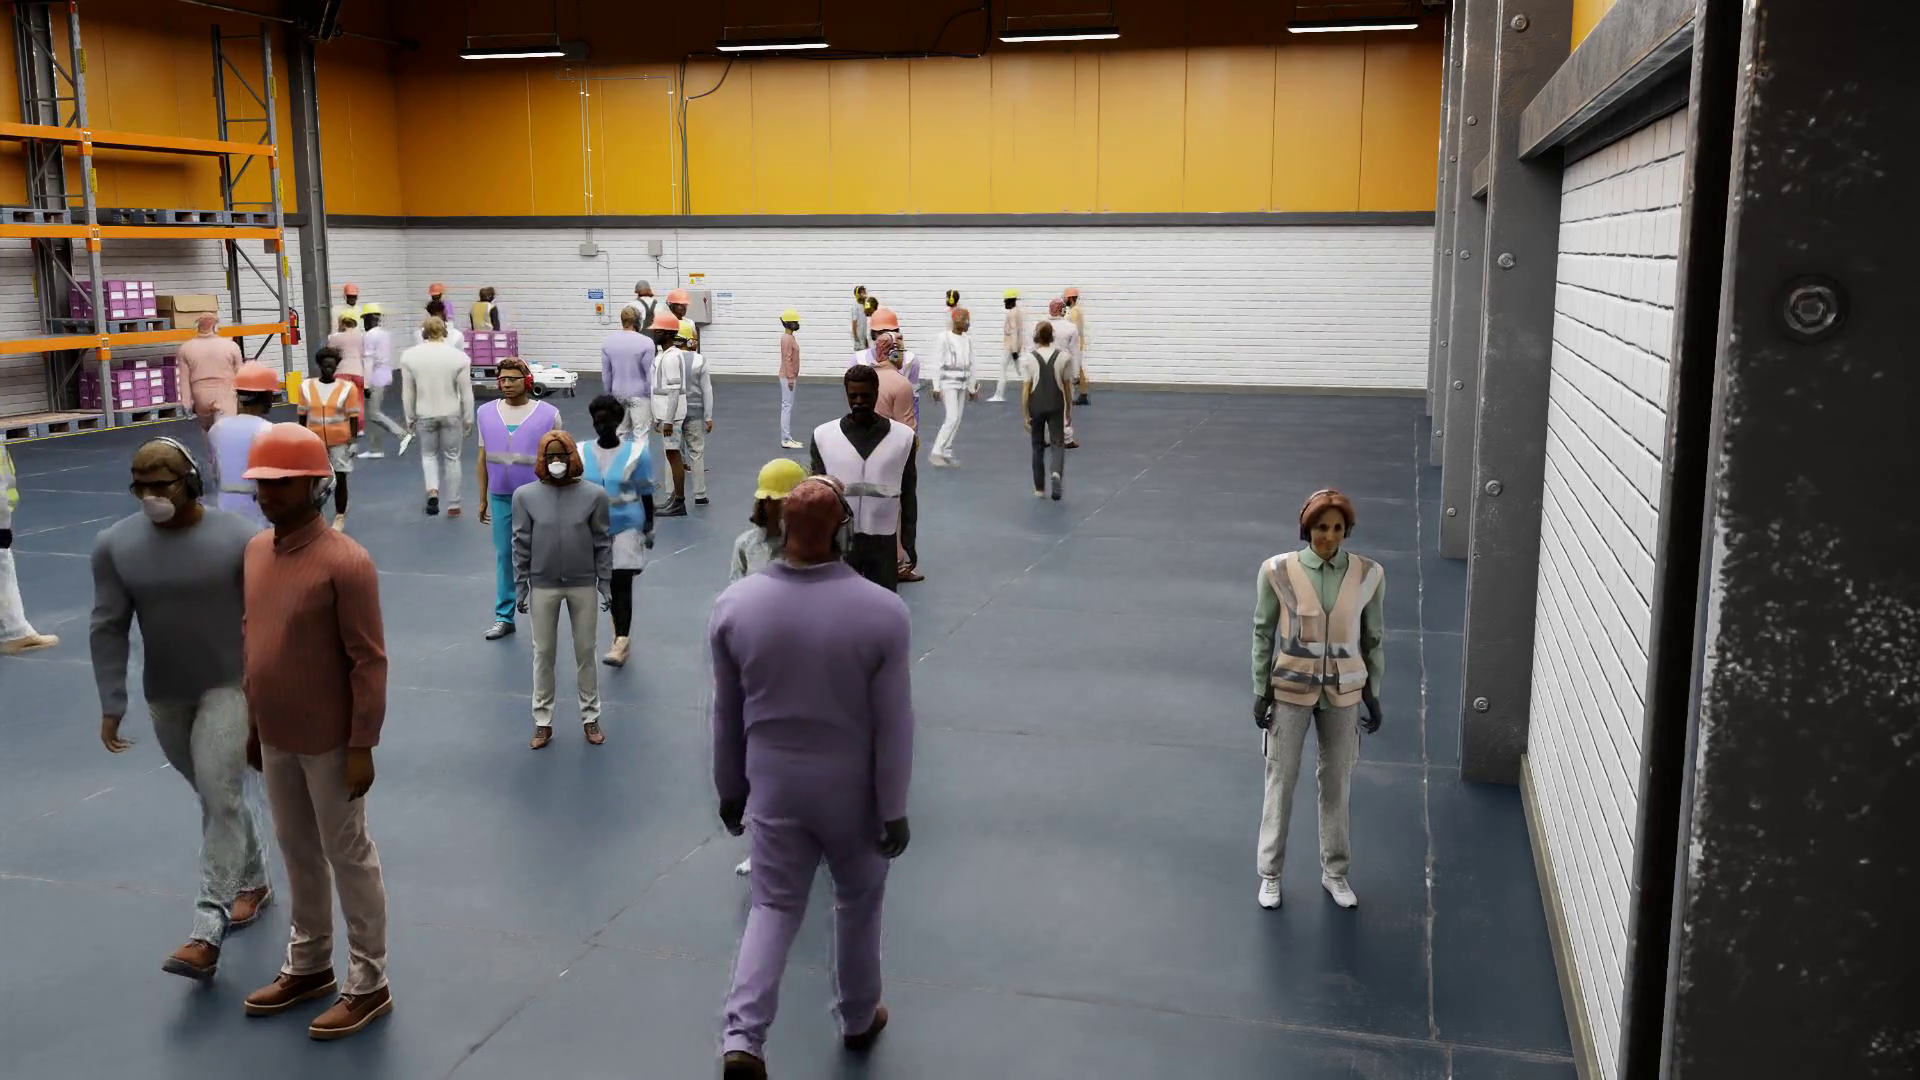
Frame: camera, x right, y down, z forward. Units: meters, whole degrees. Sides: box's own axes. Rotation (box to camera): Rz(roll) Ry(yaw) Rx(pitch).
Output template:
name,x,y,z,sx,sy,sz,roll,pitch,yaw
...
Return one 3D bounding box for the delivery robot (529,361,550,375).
name,x,y,z,sx,sy,sz,roll,pitch,yaw
delivery robot,-7.423,-2.893,29.074,0.707,0.478,0.477,7,12,36

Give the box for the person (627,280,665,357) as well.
name,x,y,z,sx,sy,sz,roll,pitch,yaw
person,-5.206,-3.320,27.552,0.733,2.000,0.681,-8,13,-37

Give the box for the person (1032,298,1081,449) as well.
name,x,y,z,sx,sy,sz,roll,pitch,yaw
person,1.239,-2.107,21.061,0.642,1.909,0.410,5,11,24

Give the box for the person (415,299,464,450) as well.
name,x,y,z,sx,sy,sz,roll,pitch,yaw
person,-6.379,-1.999,20.436,0.593,1.923,0.949,-4,11,-24

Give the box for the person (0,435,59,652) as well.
name,x,y,z,sx,sy,sz,roll,pitch,yaw
person,-6.060,-0.132,10.164,0.635,1.812,0.879,8,13,38

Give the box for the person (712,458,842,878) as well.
name,x,y,z,sx,sy,sz,roll,pitch,yaw
person,-0.744,0.510,6.844,0.492,1.695,0.909,5,11,28

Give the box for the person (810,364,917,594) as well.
name,x,y,z,sx,sy,sz,roll,pitch,yaw
person,-0.531,-0.009,9.147,0.596,1.916,0.374,-1,10,-5

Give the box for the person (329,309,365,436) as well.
name,x,y,z,sx,sy,sz,roll,pitch,yaw
person,-8.084,-2.198,22.074,0.530,1.732,0.873,-3,11,-18

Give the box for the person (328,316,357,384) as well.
name,x,y,z,sx,sy,sz,roll,pitch,yaw
person,-8.639,-2.376,23.425,0.534,1.616,0.777,-2,10,-11

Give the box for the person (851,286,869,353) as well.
name,x,y,z,sx,sy,sz,roll,pitch,yaw
person,-1.768,-3.559,29.479,0.372,1.851,0.558,3,10,16

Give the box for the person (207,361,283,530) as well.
name,x,y,z,sx,sy,sz,roll,pitch,yaw
person,-4.207,-0.127,9.971,0.549,1.876,1.042,2,10,10

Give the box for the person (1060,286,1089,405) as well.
name,x,y,z,sx,sy,sz,roll,pitch,yaw
person,1.702,-3.114,26.757,0.841,1.901,0.552,3,10,14

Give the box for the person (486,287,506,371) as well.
name,x,y,z,sx,sy,sz,roll,pitch,yaw
person,-8.733,-3.771,30.779,0.744,1.803,0.835,-8,13,-39

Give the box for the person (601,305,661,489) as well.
name,x,y,z,sx,sy,sz,roll,pitch,yaw
person,-3.443,-1.484,17.444,0.635,1.936,0.351,4,11,20

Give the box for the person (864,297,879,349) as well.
name,x,y,z,sx,sy,sz,roll,pitch,yaw
person,-1.204,-2.589,24.042,0.322,1.834,0.660,-3,11,-18

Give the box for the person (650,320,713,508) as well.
name,x,y,z,sx,sy,sz,roll,pitch,yaw
person,-2.711,-1.224,16.269,0.596,1.831,0.403,0,10,0

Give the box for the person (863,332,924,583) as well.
name,x,y,z,sx,sy,sz,roll,pitch,yaw
person,-0.533,-0.631,12.707,0.403,1.906,0.651,-9,13,-40

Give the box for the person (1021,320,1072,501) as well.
name,x,y,z,sx,sy,sz,roll,pitch,yaw
person,0.869,-1.278,16.601,0.525,1.827,0.744,0,10,0

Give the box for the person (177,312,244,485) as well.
name,x,y,z,sx,sy,sz,roll,pitch,yaw
person,-7.977,-1.500,17.793,0.637,1.858,1.032,-2,10,-11

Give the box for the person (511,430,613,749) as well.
name,x,y,z,sx,sy,sz,roll,pitch,yaw
person,-2.024,0.249,8.495,0.501,1.633,0.279,-2,10,-14

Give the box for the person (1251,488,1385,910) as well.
name,x,y,z,sx,sy,sz,roll,pitch,yaw
person,1.375,0.613,6.422,0.513,1.637,0.309,0,10,-1

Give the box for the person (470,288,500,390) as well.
name,x,y,z,sx,sy,sz,roll,pitch,yaw
person,-8.423,-3.566,29.533,0.642,1.821,0.551,6,12,30

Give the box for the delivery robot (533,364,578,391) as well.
name,x,y,z,sx,sy,sz,roll,pitch,yaw
delivery robot,-6.843,-2.726,28.127,0.707,0.478,0.477,0,10,3

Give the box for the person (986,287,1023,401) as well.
name,x,y,z,sx,sy,sz,roll,pitch,yaw
person,0.923,-3.206,27.341,0.927,1.897,0.596,2,10,12

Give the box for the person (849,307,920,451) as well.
name,x,y,z,sx,sy,sz,roll,pitch,yaw
person,-0.630,-0.936,14.043,0.606,2.044,0.373,-2,10,-10

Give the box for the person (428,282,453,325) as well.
name,x,y,z,sx,sy,sz,roll,pitch,yaw
person,-9.301,-3.614,29.574,0.656,1.909,0.505,9,13,40

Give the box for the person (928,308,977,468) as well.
name,x,y,z,sx,sy,sz,roll,pitch,yaw
person,-0.072,-1.758,19.265,0.402,1.845,0.676,7,12,35

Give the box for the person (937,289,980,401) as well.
name,x,y,z,sx,sy,sz,roll,pitch,yaw
person,-0.040,-3.181,27.312,0.694,1.853,0.517,2,10,12

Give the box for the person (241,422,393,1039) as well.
name,x,y,z,sx,sy,sz,roll,pitch,yaw
person,-2.118,0.611,5.409,0.622,1.995,0.374,6,12,32

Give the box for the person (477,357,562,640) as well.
name,x,y,z,sx,sy,sz,roll,pitch,yaw
person,-2.857,-0.272,10.834,0.563,1.847,0.389,1,10,3

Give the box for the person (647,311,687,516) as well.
name,x,y,z,sx,sy,sz,roll,pitch,yaw
person,-2.768,-1.195,15.795,0.342,1.942,0.552,-2,10,-9

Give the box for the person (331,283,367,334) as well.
name,x,y,z,sx,sy,sz,roll,pitch,yaw
person,-9.633,-3.086,26.390,0.652,1.978,0.458,-5,11,-27

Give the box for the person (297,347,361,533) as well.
name,x,y,z,sx,sy,sz,roll,pitch,yaw
person,-5.538,-0.843,14.540,0.547,1.669,0.701,-1,10,-8

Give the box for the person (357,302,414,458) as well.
name,x,y,z,sx,sy,sz,roll,pitch,yaw
person,-6.951,-1.914,20.033,0.656,1.884,0.614,0,10,2

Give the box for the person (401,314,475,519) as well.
name,x,y,z,sx,sy,sz,roll,pitch,yaw
person,-4.860,-1.140,15.540,0.654,1.920,0.479,-2,10,-10

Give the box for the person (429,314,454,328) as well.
name,x,y,z,sx,sy,sz,roll,pitch,yaw
person,-8.127,-2.844,26.008,0.498,1.633,0.278,-9,14,-43

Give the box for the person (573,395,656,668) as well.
name,x,y,z,sx,sy,sz,roll,pitch,yaw
person,-2.149,-0.068,10.226,0.531,1.647,0.874,1,10,6

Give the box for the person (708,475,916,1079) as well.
name,x,y,z,sx,sy,sz,roll,pitch,yaw
person,-0.454,0.745,5.002,0.651,1.881,0.857,3,10,14

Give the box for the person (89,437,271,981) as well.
name,x,y,z,sx,sy,sz,roll,pitch,yaw
person,-2.739,0.579,5.893,0.633,1.882,1.036,0,10,2

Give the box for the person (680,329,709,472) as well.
name,x,y,z,sx,sy,sz,roll,pitch,yaw
person,-3.078,-1.582,18.865,0.289,1.632,0.497,-7,12,-36

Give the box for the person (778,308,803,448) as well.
name,x,y,z,sx,sy,sz,roll,pitch,yaw
person,-2.149,-2.050,21.135,0.315,1.769,0.523,-1,10,-4

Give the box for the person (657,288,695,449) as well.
name,x,y,z,sx,sy,sz,roll,pitch,yaw
person,-3.440,-2.060,20.402,0.368,2.046,0.608,7,12,34
